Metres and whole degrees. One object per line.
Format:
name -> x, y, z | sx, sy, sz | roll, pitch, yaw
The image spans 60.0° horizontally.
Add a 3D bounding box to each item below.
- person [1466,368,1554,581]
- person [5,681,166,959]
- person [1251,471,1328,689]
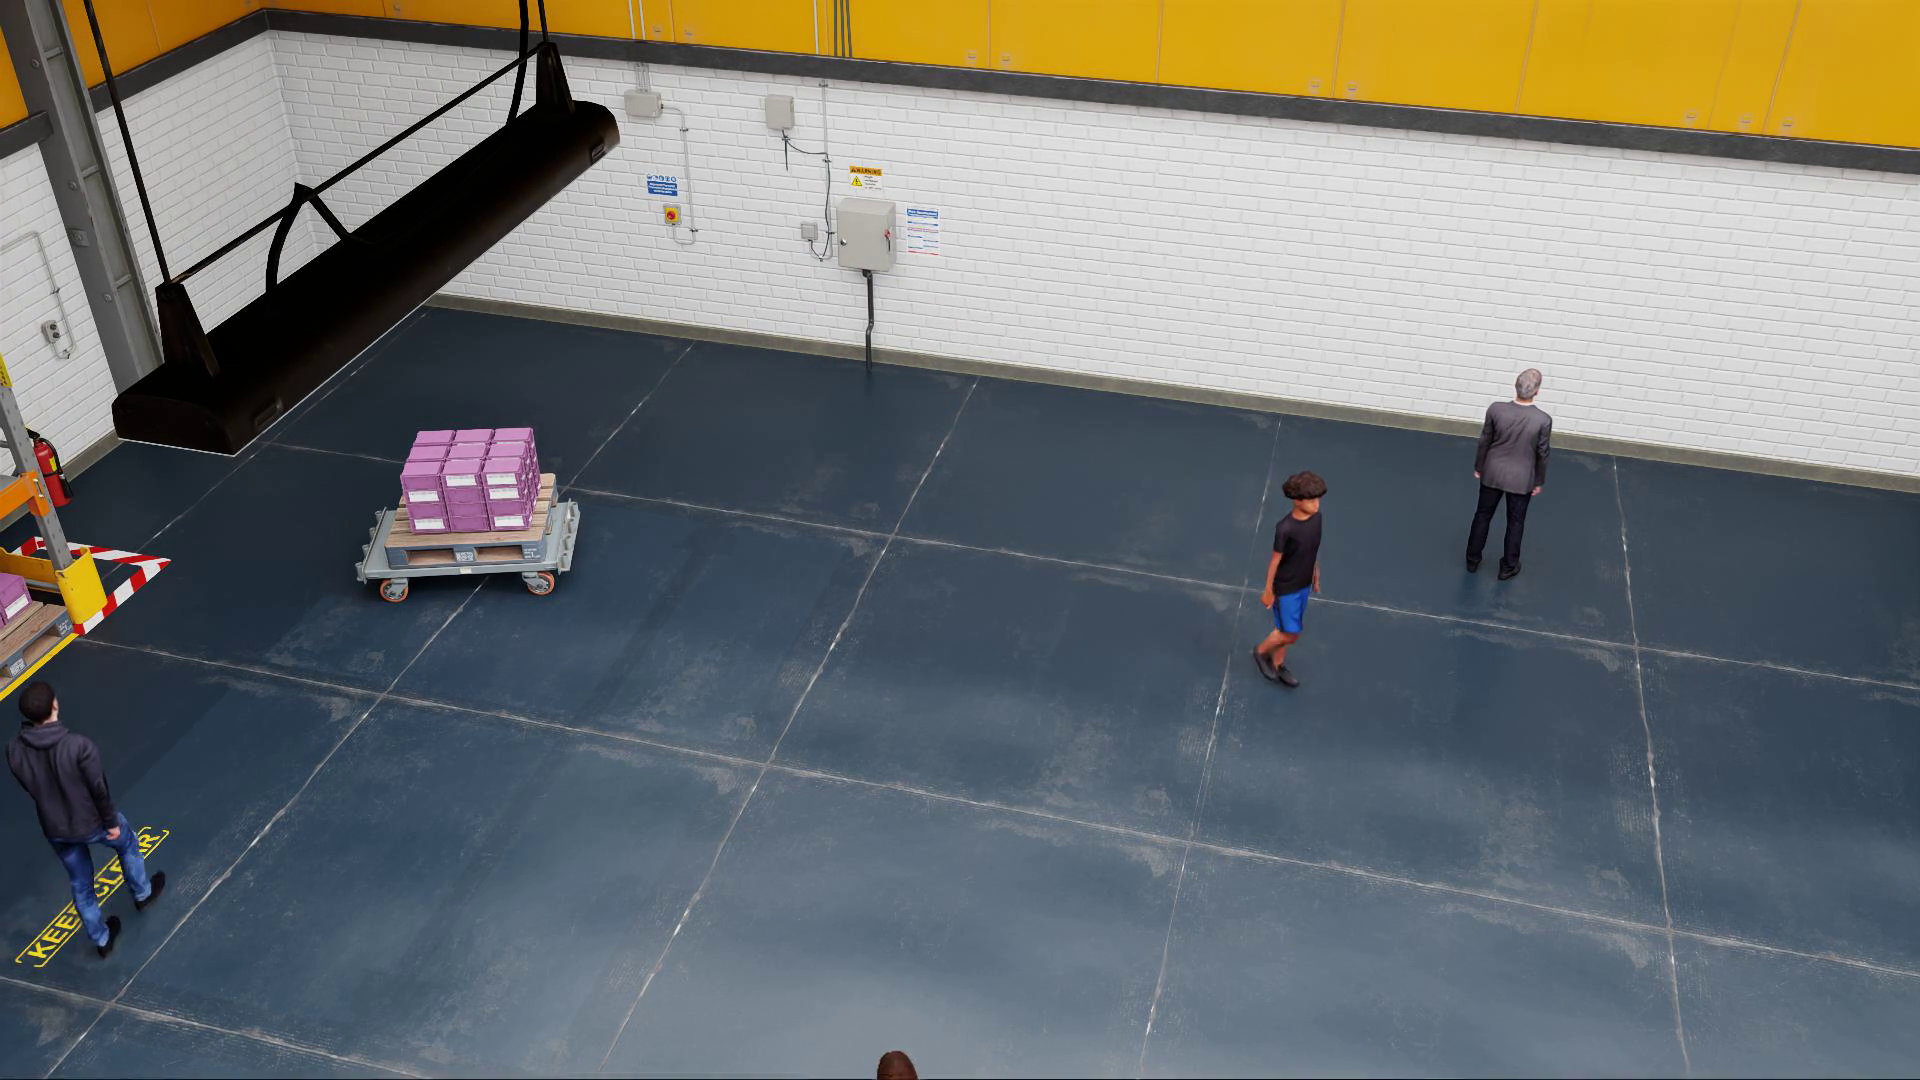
person -> 4.322, -0.526, 13.083 | 0.768, 1.842, 0.685 | 17, 37, 23
person -> -5.186, 1.703, 9.705 | 0.856, 1.869, 0.982 | -3, 34, -5
person -> 2.311, 0.262, 11.944 | 0.758, 1.790, 0.830 | -25, 41, -33
